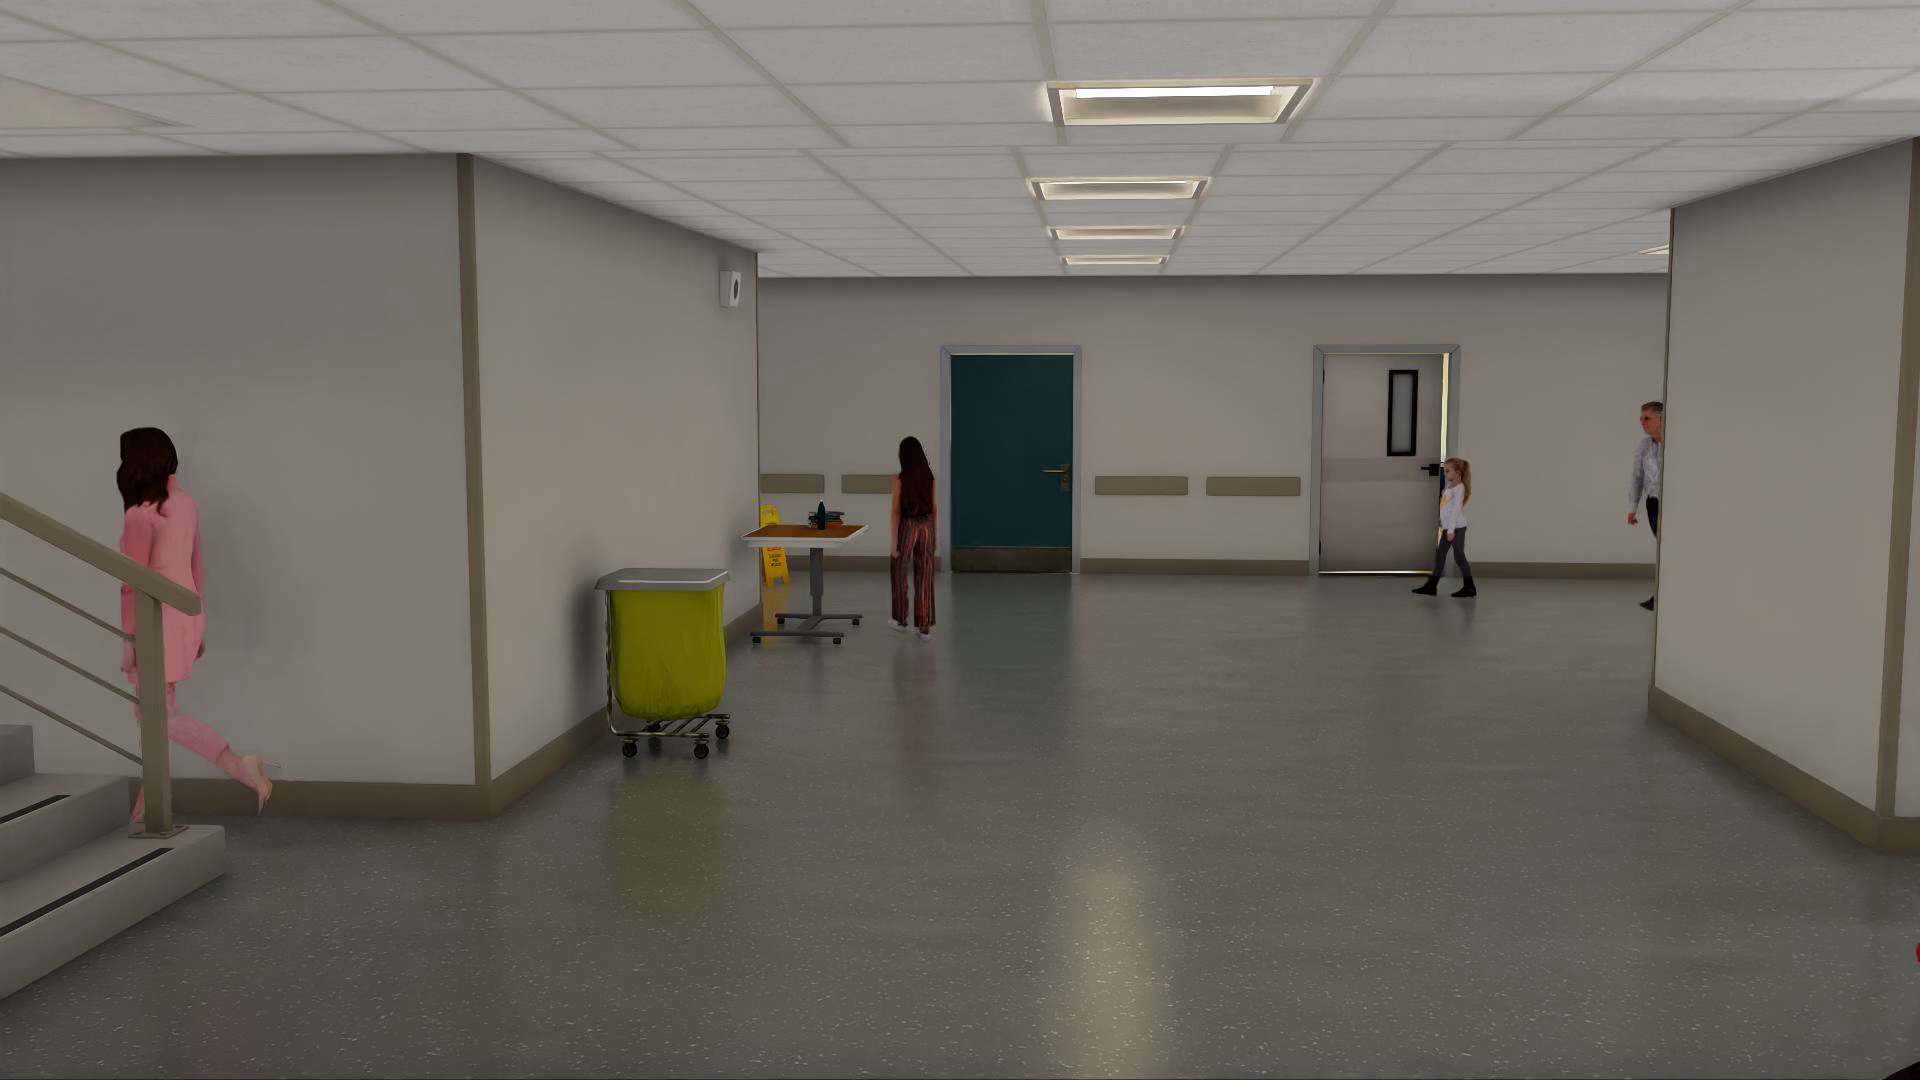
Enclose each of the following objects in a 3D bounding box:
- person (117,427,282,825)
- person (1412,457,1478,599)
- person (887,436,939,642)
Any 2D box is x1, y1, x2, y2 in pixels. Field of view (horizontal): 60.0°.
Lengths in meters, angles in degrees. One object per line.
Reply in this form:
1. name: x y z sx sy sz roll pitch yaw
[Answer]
1. person: -3.340 0.426 7.158 1.055 1.775 0.657 1 6 8
2. person: 4.485 -0.096 14.922 0.791 1.258 0.549 0 6 1
3. person: -0.316 -0.002 12.597 0.906 1.537 0.881 -2 6 -21
